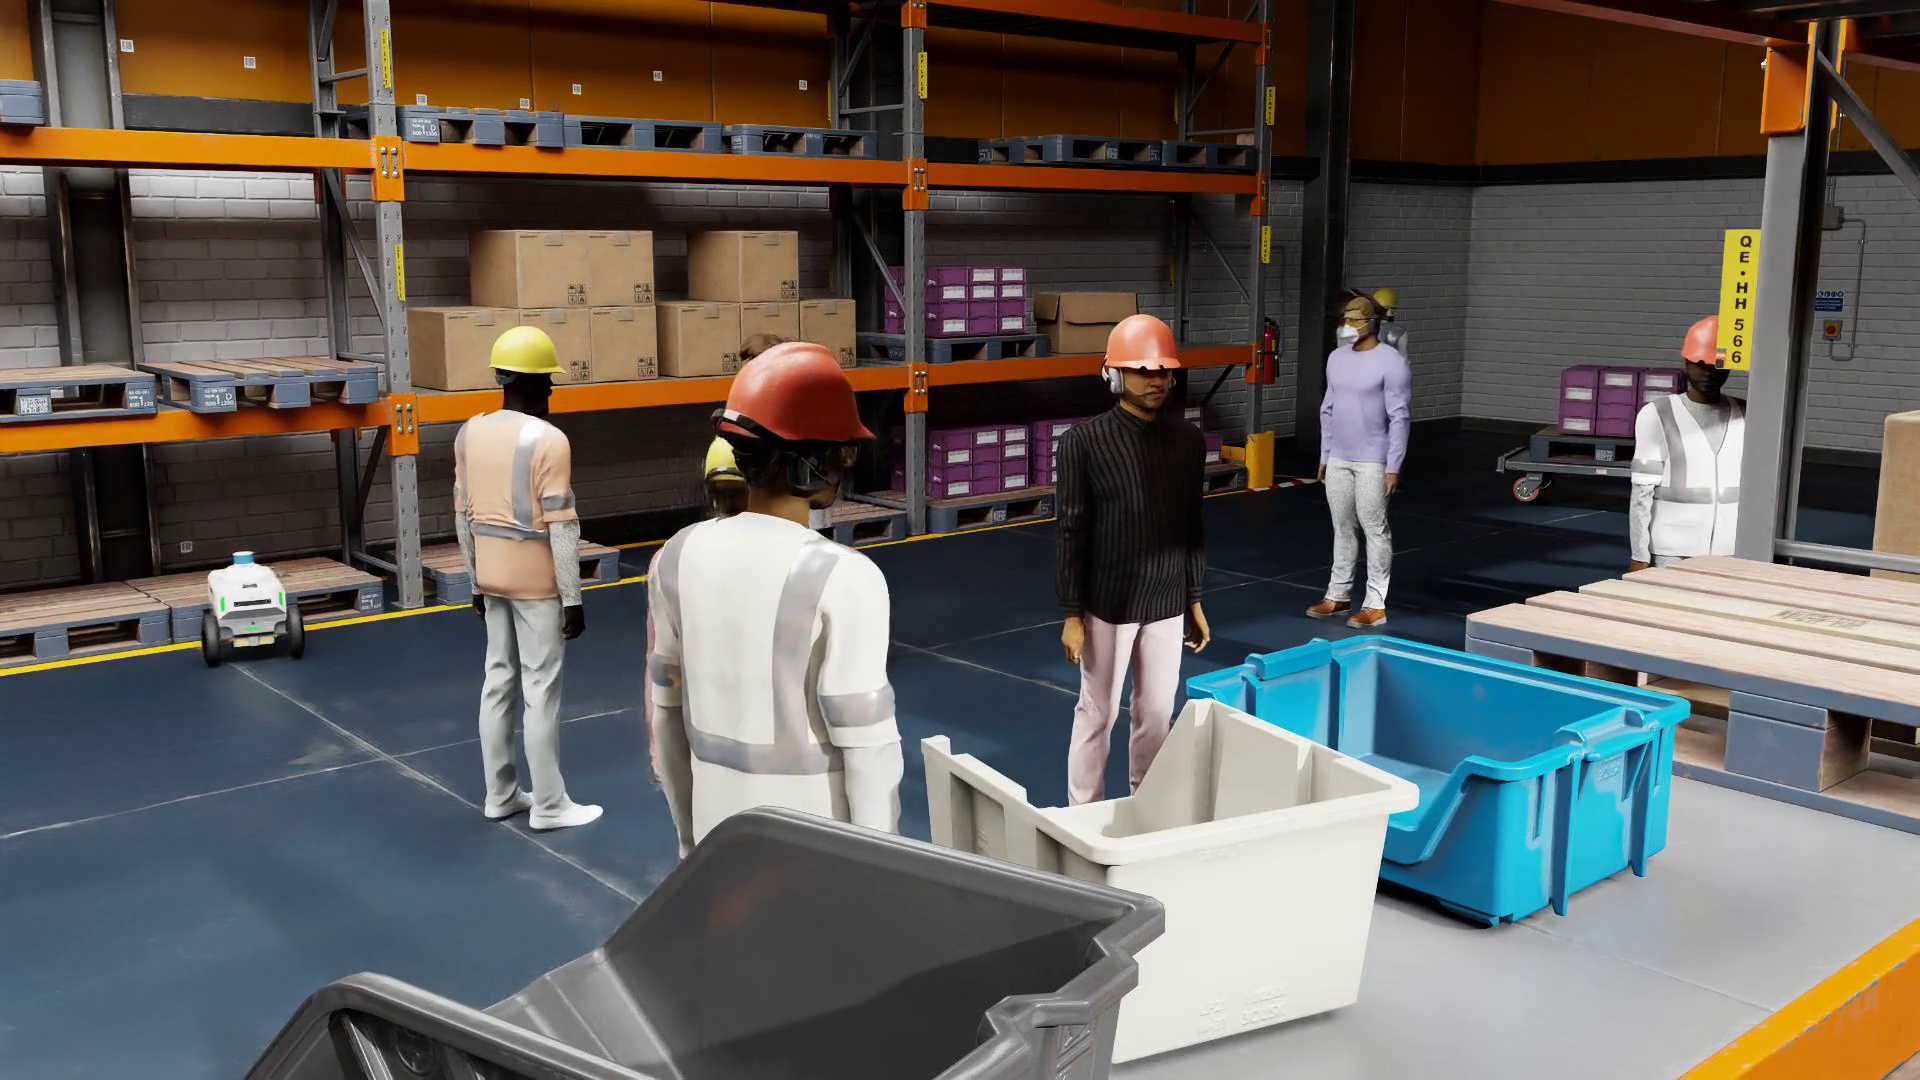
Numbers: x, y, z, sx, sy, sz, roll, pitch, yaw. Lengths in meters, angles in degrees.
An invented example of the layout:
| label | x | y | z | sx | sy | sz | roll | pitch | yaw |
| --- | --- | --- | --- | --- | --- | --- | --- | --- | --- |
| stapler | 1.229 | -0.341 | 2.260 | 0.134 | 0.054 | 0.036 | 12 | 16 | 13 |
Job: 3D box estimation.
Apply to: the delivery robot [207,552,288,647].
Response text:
| label | x | y | z | sx | sy | sz | roll | pitch | yaw |
| --- | --- | --- | --- | --- | --- | --- | --- | --- | --- |
| delivery robot | -3.895 | 0.307 | 9.071 | 0.477 | 0.478 | 0.707 | -5 | 11 | -28 |

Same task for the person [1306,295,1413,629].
| label | x | y | z | sx | sy | sz | roll | pitch | yaw |
| --- | --- | --- | --- | --- | --- | --- | --- | --- | --- |
| person | 2.343 | -0.456 | 9.731 | 0.378 | 1.940 | 0.628 | -6 | 12 | -31 |

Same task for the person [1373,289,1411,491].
| label | x | y | z | sx | sy | sz | roll | pitch | yaw |
| --- | --- | --- | --- | --- | --- | --- | --- | --- | --- |
| person | 3.792 | -1.350 | 15.044 | 0.599 | 1.827 | 0.403 | 8 | 13 | 37 |

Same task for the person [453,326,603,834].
| label | x | y | z | sx | sy | sz | roll | pitch | yaw |
| --- | --- | --- | --- | --- | --- | --- | --- | --- | --- |
| person | -1.653 | 0.151 | 6.364 | 0.594 | 1.924 | 0.382 | 7 | 12 | 33 |

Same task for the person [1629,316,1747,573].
| label | x | y | z | sx | sy | sz | roll | pitch | yaw |
| --- | --- | --- | --- | --- | --- | --- | --- | --- | --- |
| person | 3.115 | 0.024 | 7.048 | 0.553 | 1.933 | 0.358 | -1 | 10 | -7 |

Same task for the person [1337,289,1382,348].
| label | x | y | z | sx | sy | sz | roll | pitch | yaw |
| --- | --- | --- | --- | --- | --- | --- | --- | --- | --- |
| person | 3.503 | -1.279 | 14.620 | 0.451 | 1.840 | 0.670 | -8 | 13 | -37 |

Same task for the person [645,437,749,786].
| label | x | y | z | sx | sy | sz | roll | pitch | yaw |
| --- | --- | --- | --- | --- | --- | --- | --- | --- | --- |
| person | -0.593 | 0.531 | 4.802 | 0.553 | 1.711 | 0.922 | 2 | 10 | 11 |

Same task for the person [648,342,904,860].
| label | x | y | z | sx | sy | sz | roll | pitch | yaw |
| --- | --- | --- | --- | --- | --- | --- | --- | --- | --- |
| person | -0.343 | 0.623 | 3.393 | 0.613 | 2.041 | 0.393 | 8 | 13 | 38 |

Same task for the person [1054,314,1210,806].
| label | x | y | z | sx | sy | sz | roll | pitch | yaw |
| --- | --- | --- | --- | --- | --- | --- | --- | --- | --- |
| person | 0.608 | 0.219 | 5.793 | 0.613 | 1.994 | 0.381 | -6 | 12 | -29 |

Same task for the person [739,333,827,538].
| label | x | y | z | sx | sy | sz | roll | pitch | yaw |
| --- | --- | --- | --- | --- | --- | --- | --- | --- | --- |
| person | -0.847 | -0.151 | 8.419 | 0.877 | 1.812 | 0.632 | -7 | 13 | -36 |
